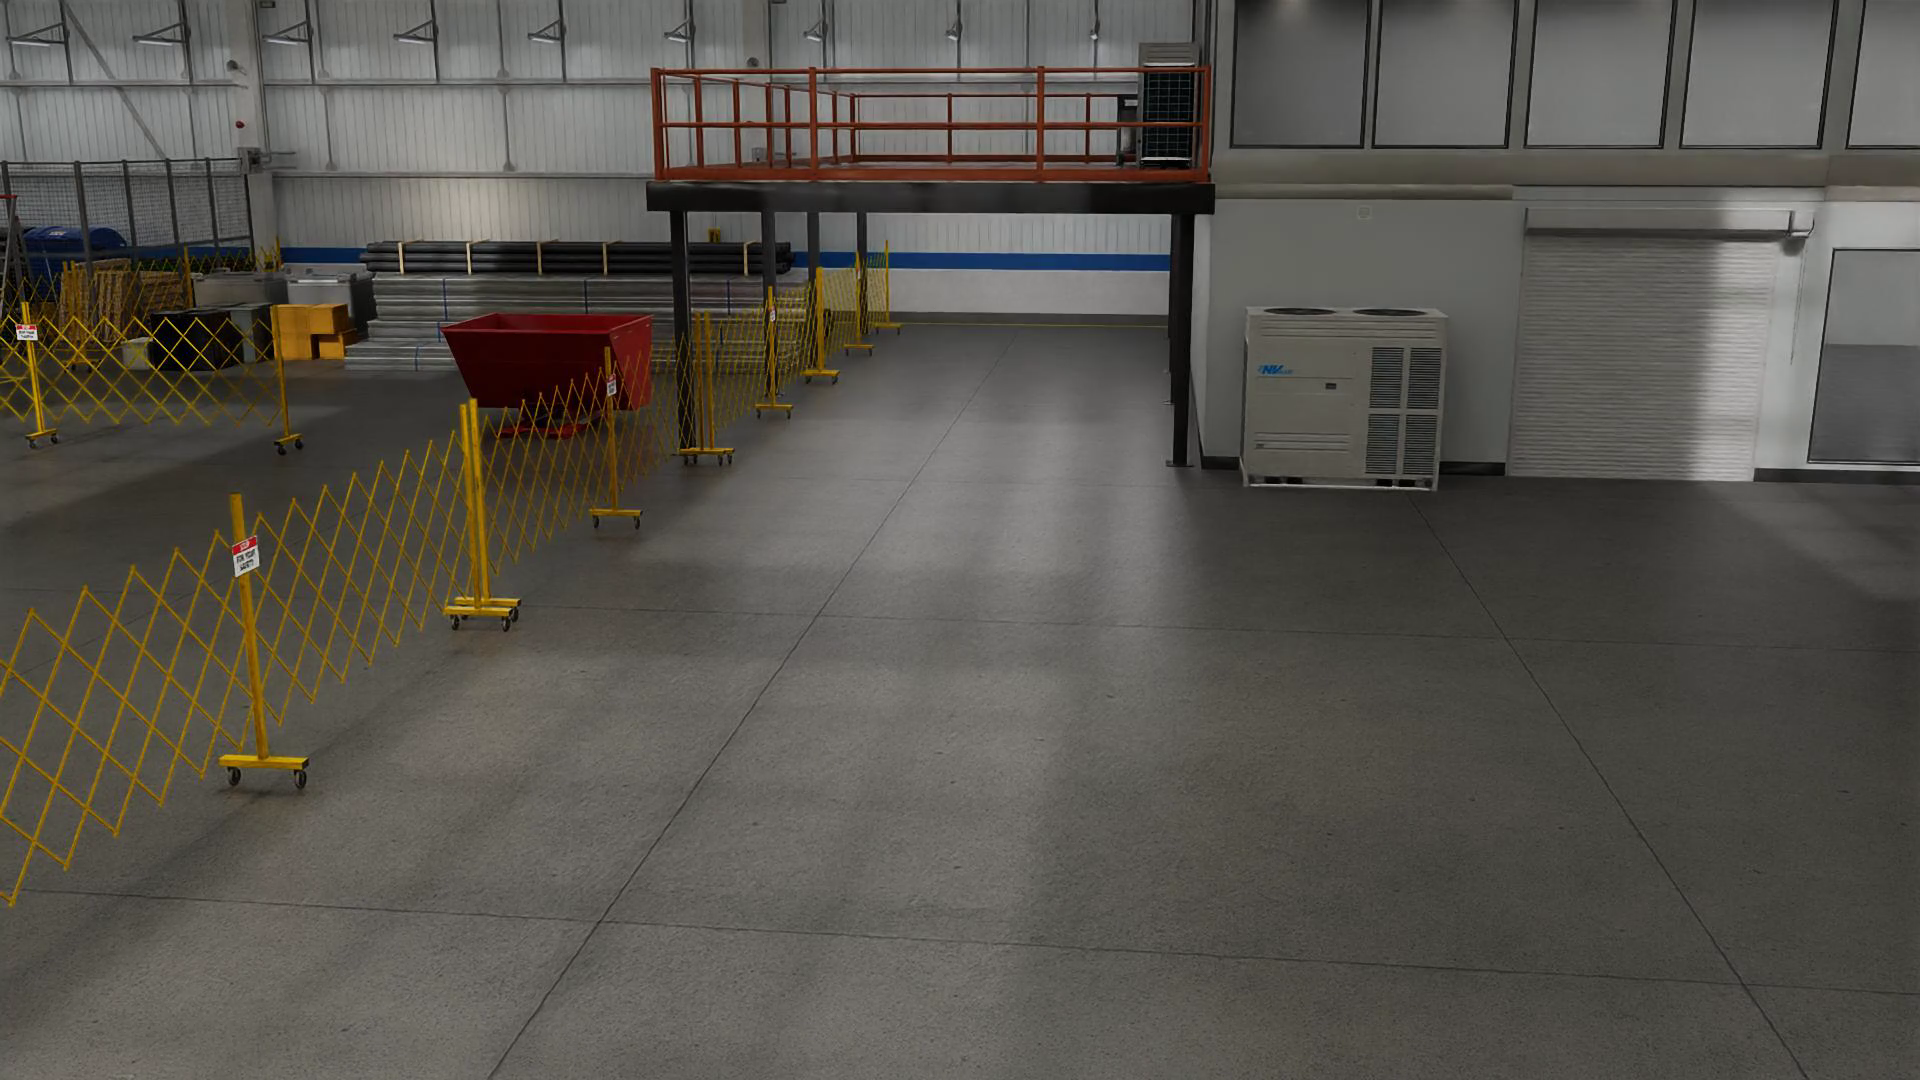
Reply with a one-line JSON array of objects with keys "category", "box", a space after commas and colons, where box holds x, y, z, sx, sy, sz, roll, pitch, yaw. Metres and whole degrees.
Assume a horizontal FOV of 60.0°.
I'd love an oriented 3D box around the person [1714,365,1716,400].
[{"category": "person", "box": [8.113, -1.649, 18.105, 0.278, 1.633, 0.497, -6, 15, -22]}]
